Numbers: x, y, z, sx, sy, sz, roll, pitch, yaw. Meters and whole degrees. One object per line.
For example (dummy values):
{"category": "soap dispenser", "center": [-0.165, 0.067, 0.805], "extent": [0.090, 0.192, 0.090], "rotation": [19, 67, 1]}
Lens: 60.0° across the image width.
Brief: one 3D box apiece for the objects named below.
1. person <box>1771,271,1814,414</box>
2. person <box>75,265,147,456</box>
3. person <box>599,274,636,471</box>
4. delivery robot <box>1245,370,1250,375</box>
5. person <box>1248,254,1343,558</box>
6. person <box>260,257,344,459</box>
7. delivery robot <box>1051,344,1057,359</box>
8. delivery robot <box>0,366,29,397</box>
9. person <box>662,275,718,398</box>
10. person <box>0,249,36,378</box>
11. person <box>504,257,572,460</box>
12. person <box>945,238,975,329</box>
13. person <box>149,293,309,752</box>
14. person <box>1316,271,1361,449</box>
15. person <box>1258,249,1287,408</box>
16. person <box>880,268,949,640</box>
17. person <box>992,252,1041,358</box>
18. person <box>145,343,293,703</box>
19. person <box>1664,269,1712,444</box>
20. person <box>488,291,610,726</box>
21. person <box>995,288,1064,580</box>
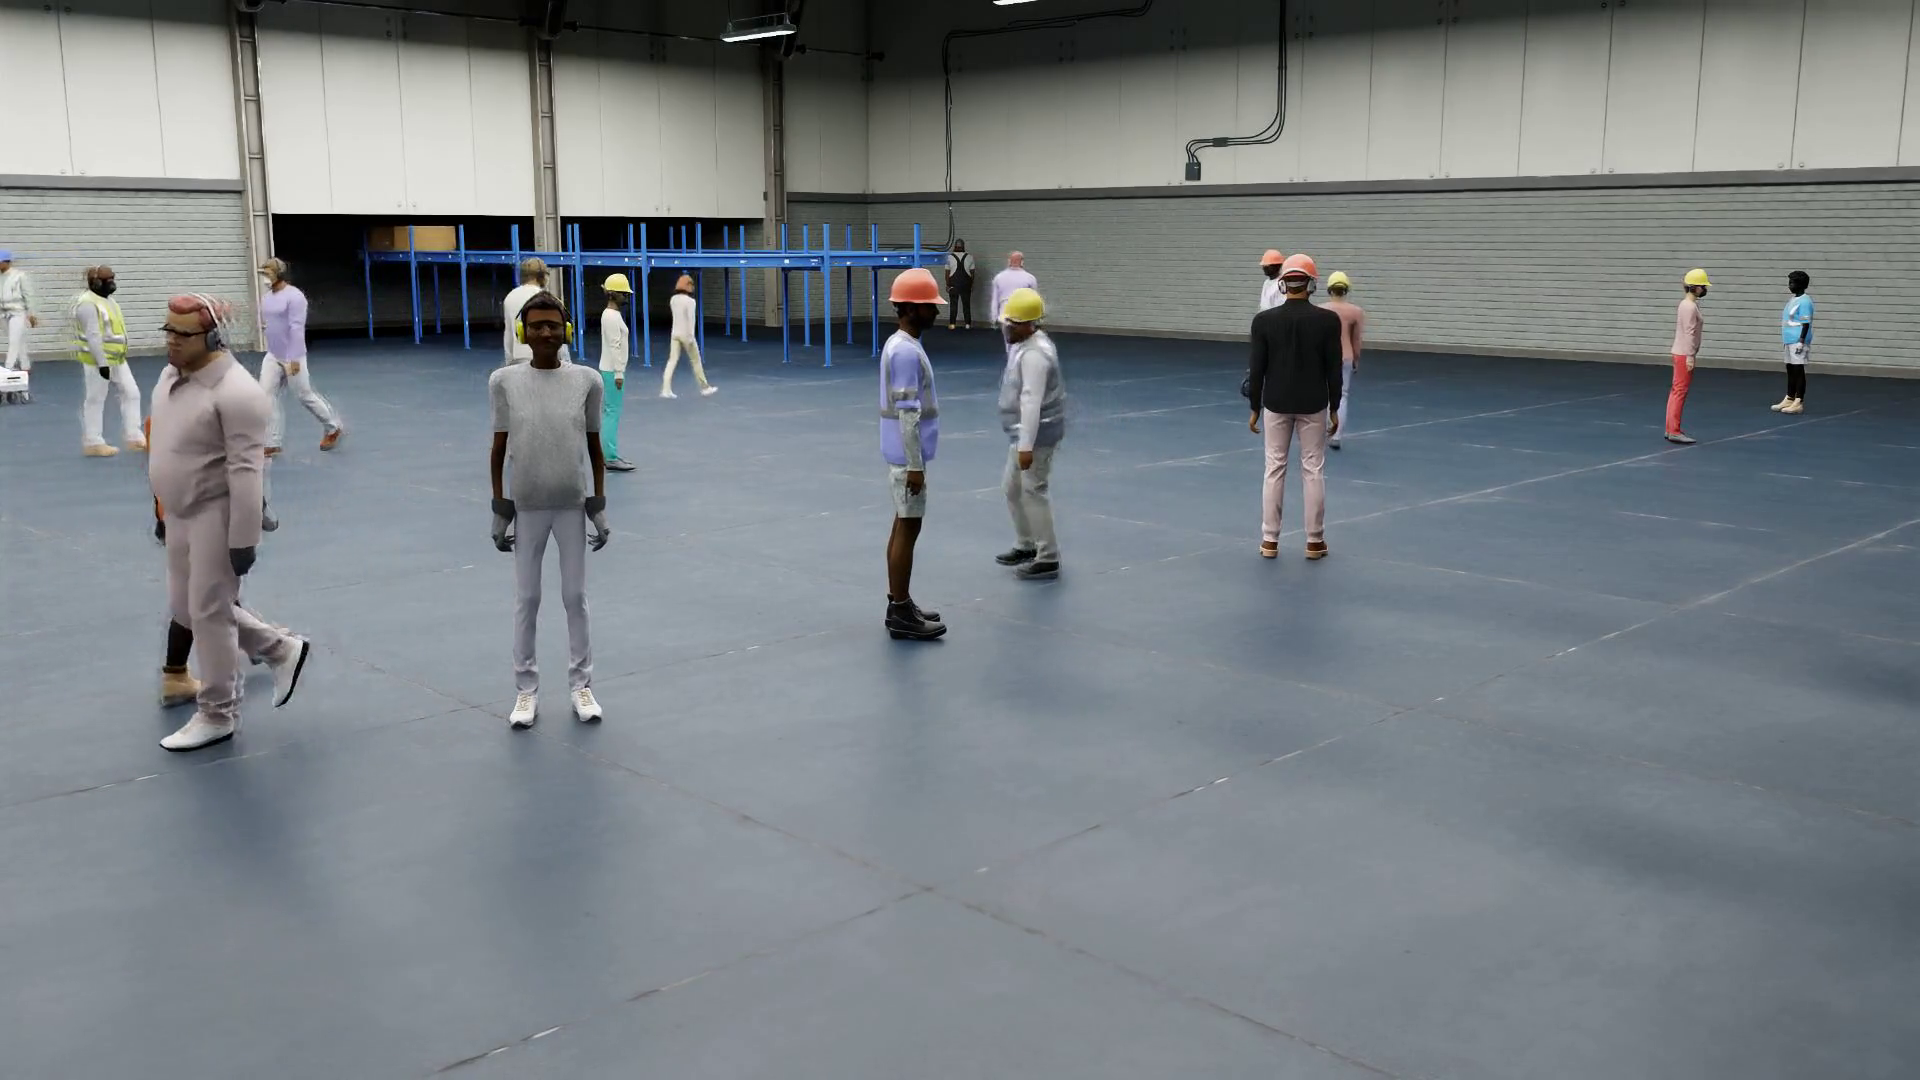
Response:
{"category": "person", "center": [9.989, -2.367, 19.886], "extent": [0.319, 1.692, 0.533], "rotation": [1, 10, 7]}
{"category": "person", "center": [-8.119, -1.717, 15.997], "extent": [0.762, 1.812, 0.648], "rotation": [-1, 10, -3]}
{"category": "person", "center": [-3.104, -1.523, 15.090], "extent": [0.329, 1.765, 0.533], "rotation": [-3, 11, -15]}
{"category": "delivery robot", "center": [4.078, -2.276, 21.646], "extent": [0.698, 0.223, 0.335], "rotation": [-2, 11, -11]}
{"category": "person", "center": [2.208, -0.877, 10.964], "extent": [0.611, 1.985, 0.393], "rotation": [3, 11, 14]}
{"category": "person", "center": [-6.450, -1.769, 16.061], "extent": [0.639, 1.911, 0.938], "rotation": [6, 12, 31]}
{"category": "delivery robot", "center": [1.298, -2.894, 25.722], "extent": [0.477, 0.478, 0.707], "rotation": [0, 10, -2]}
{"category": "delivery robot", "center": [-12.057, -1.993, 20.808], "extent": [0.477, 0.478, 0.707], "rotation": [5, 12, 25]}
{"category": "person", "center": [-3.588, -2.658, 21.758], "extent": [0.506, 1.585, 0.849], "rotation": [8, 13, 37]}
{"category": "person", "center": [-13.918, -3.271, 24.233], "extent": [0.653, 1.898, 0.965], "rotation": [2, 11, 10]}
{"category": "person", "center": [-3.861, -1.676, 15.549], "extent": [0.663, 1.894, 0.966], "rotation": [8, 13, 38]}
{"category": "person", "center": [-0.018, -5.809, 37.818], "extent": [0.682, 2.000, 0.537], "rotation": [-1, 10, -7]}
{"category": "person", "center": [-3.065, -0.088, 6.937], "extent": [0.673, 1.883, 0.621], "rotation": [9, 13, 39]}
{"category": "person", "center": [3.720, -1.803, 16.647], "extent": [0.559, 1.740, 0.691], "rotation": [-1, 10, -5]}
{"category": "person", "center": [3.817, -2.588, 20.423], "extent": [0.375, 1.936, 0.550], "rotation": [-2, 11, -13]}
{"category": "person", "center": [-0.240, -0.460, 8.815], "extent": [0.360, 1.935, 0.552], "rotation": [-1, 10, -5]}
{"category": "person", "center": [0.851, -3.229, 24.125], "extent": [0.679, 1.854, 0.979], "rotation": [4, 11, 20]}
{"category": "person", "center": [-3.466, -0.120, 7.777], "extent": [0.527, 1.643, 0.866], "rotation": [6, 12, 29]}
{"category": "person", "center": [7.477, -1.886, 17.063], "extent": [0.327, 1.767, 0.533], "rotation": [3, 11, 16]}
{"category": "person", "center": [-1.782, -0.134, 7.221], "extent": [0.509, 1.873, 0.328], "rotation": [-3, 11, -17]}
{"category": "person", "center": [0.426, -0.644, 10.209], "extent": [0.444, 1.796, 0.638], "rotation": [0, 10, -2]}
